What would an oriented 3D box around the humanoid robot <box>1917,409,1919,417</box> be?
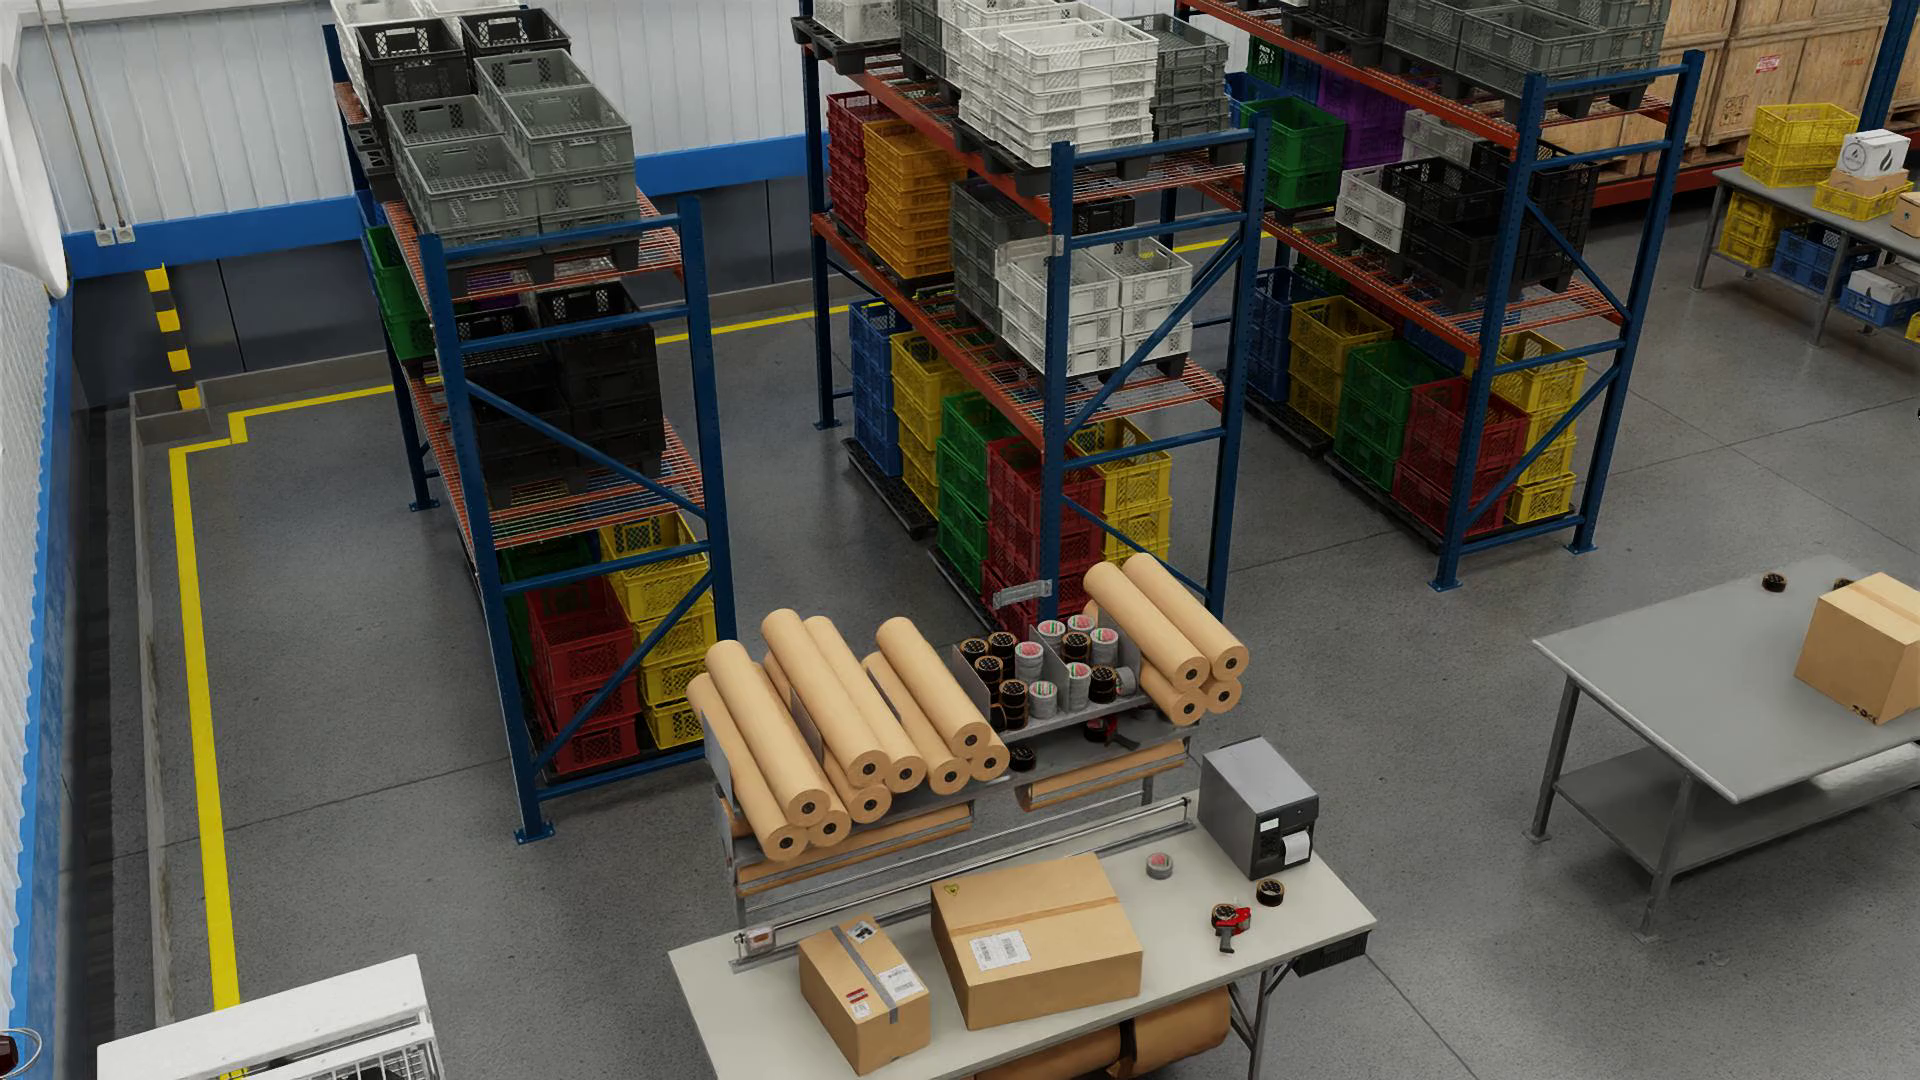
[{"bbox_3d":[6.149,-0.827,10.004,0.607,1.630,0.739,9,33,14],"label":"humanoid robot"}]
